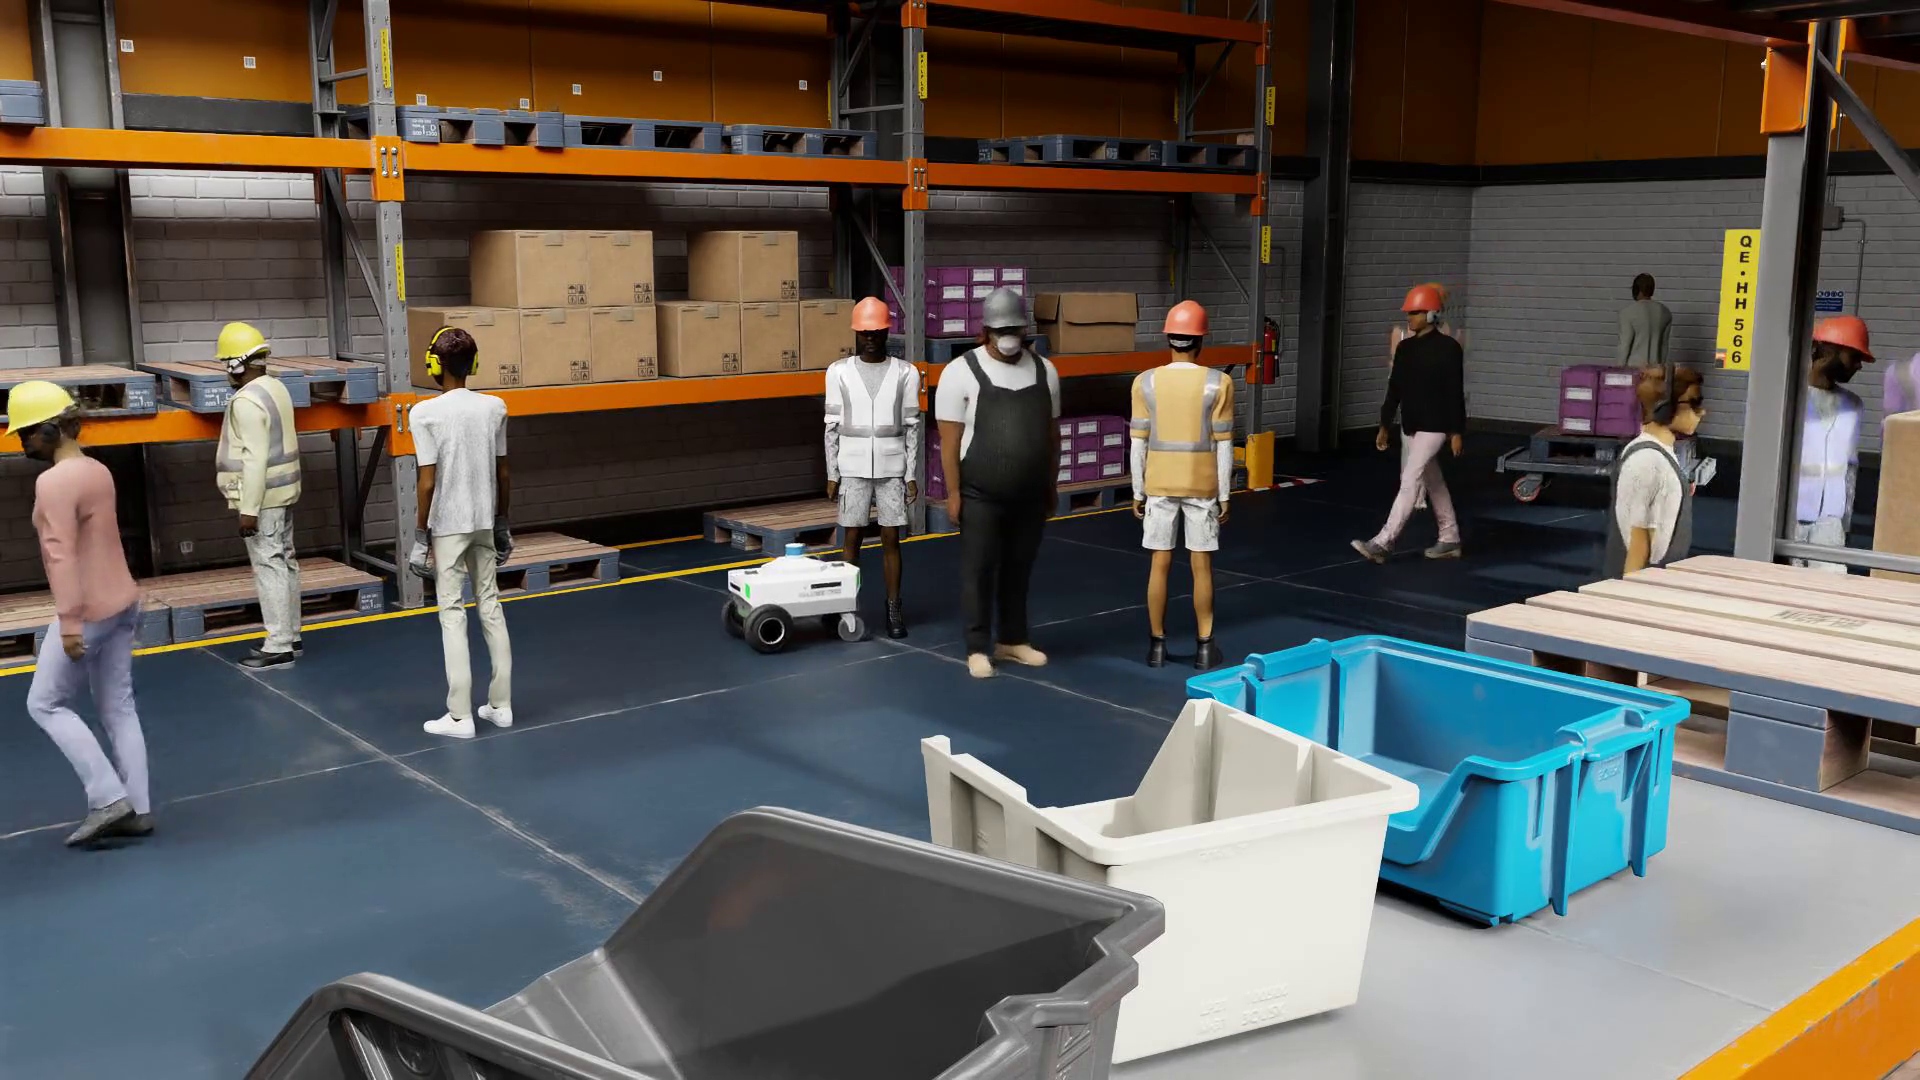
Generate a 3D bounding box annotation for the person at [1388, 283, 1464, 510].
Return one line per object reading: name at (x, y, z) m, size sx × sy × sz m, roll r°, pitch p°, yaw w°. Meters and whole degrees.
person at (3.892, -1.189, 13.911) m, size 0.611 × 1.906 × 0.516 m, roll 1°, pitch 10°, yaw 7°

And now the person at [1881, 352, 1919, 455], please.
person at (5.154, -0.320, 8.747) m, size 0.619 × 2.020 × 0.568 m, roll 7°, pitch 12°, yaw 34°

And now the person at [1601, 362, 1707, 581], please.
person at (2.566, 0.218, 6.345) m, size 0.945 × 1.808 × 0.522 m, roll 3°, pitch 11°, yaw 15°

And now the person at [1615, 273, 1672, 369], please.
person at (6.810, -1.699, 16.690) m, size 0.638 × 1.938 × 0.356 m, roll -4°, pitch 11°, yaw -22°

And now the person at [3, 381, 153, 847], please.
person at (-3.261, 0.278, 6.181) m, size 0.457 × 1.725 × 0.552 m, roll -1°, pitch 10°, yaw -4°

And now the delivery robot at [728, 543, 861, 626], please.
delivery robot at (-0.922, 0.263, 9.317) m, size 0.707 × 0.478 × 0.477 m, roll -5°, pitch 11°, yaw -26°

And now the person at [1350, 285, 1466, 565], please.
person at (3.158, -0.798, 11.636) m, size 1.029 × 1.935 × 0.643 m, roll -4°, pitch 11°, yaw -22°

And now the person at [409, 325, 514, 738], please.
person at (-2.272, -0.035, 7.563) m, size 0.316 × 1.870 × 0.532 m, roll 8°, pitch 13°, yaw 37°

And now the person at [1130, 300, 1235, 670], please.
person at (1.167, -0.282, 8.754) m, size 0.546 × 1.939 × 0.375 m, roll 3°, pitch 11°, yaw 17°

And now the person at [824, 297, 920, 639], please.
person at (-0.493, -0.399, 9.411) m, size 0.545 × 1.938 × 0.356 m, roll -1°, pitch 10°, yaw -4°

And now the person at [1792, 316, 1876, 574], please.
person at (4.084, -0.138, 8.079) m, size 0.588 × 1.889 × 0.714 m, roll -1°, pitch 10°, yaw -6°

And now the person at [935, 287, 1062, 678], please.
person at (0.242, -0.308, 8.615) m, size 0.699 × 2.000 × 0.536 m, roll -4°, pitch 11°, yaw -23°

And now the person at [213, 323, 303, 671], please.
person at (-3.684, -0.223, 8.747) m, size 0.404 × 1.824 × 0.591 m, roll -1°, pitch 10°, yaw -8°
